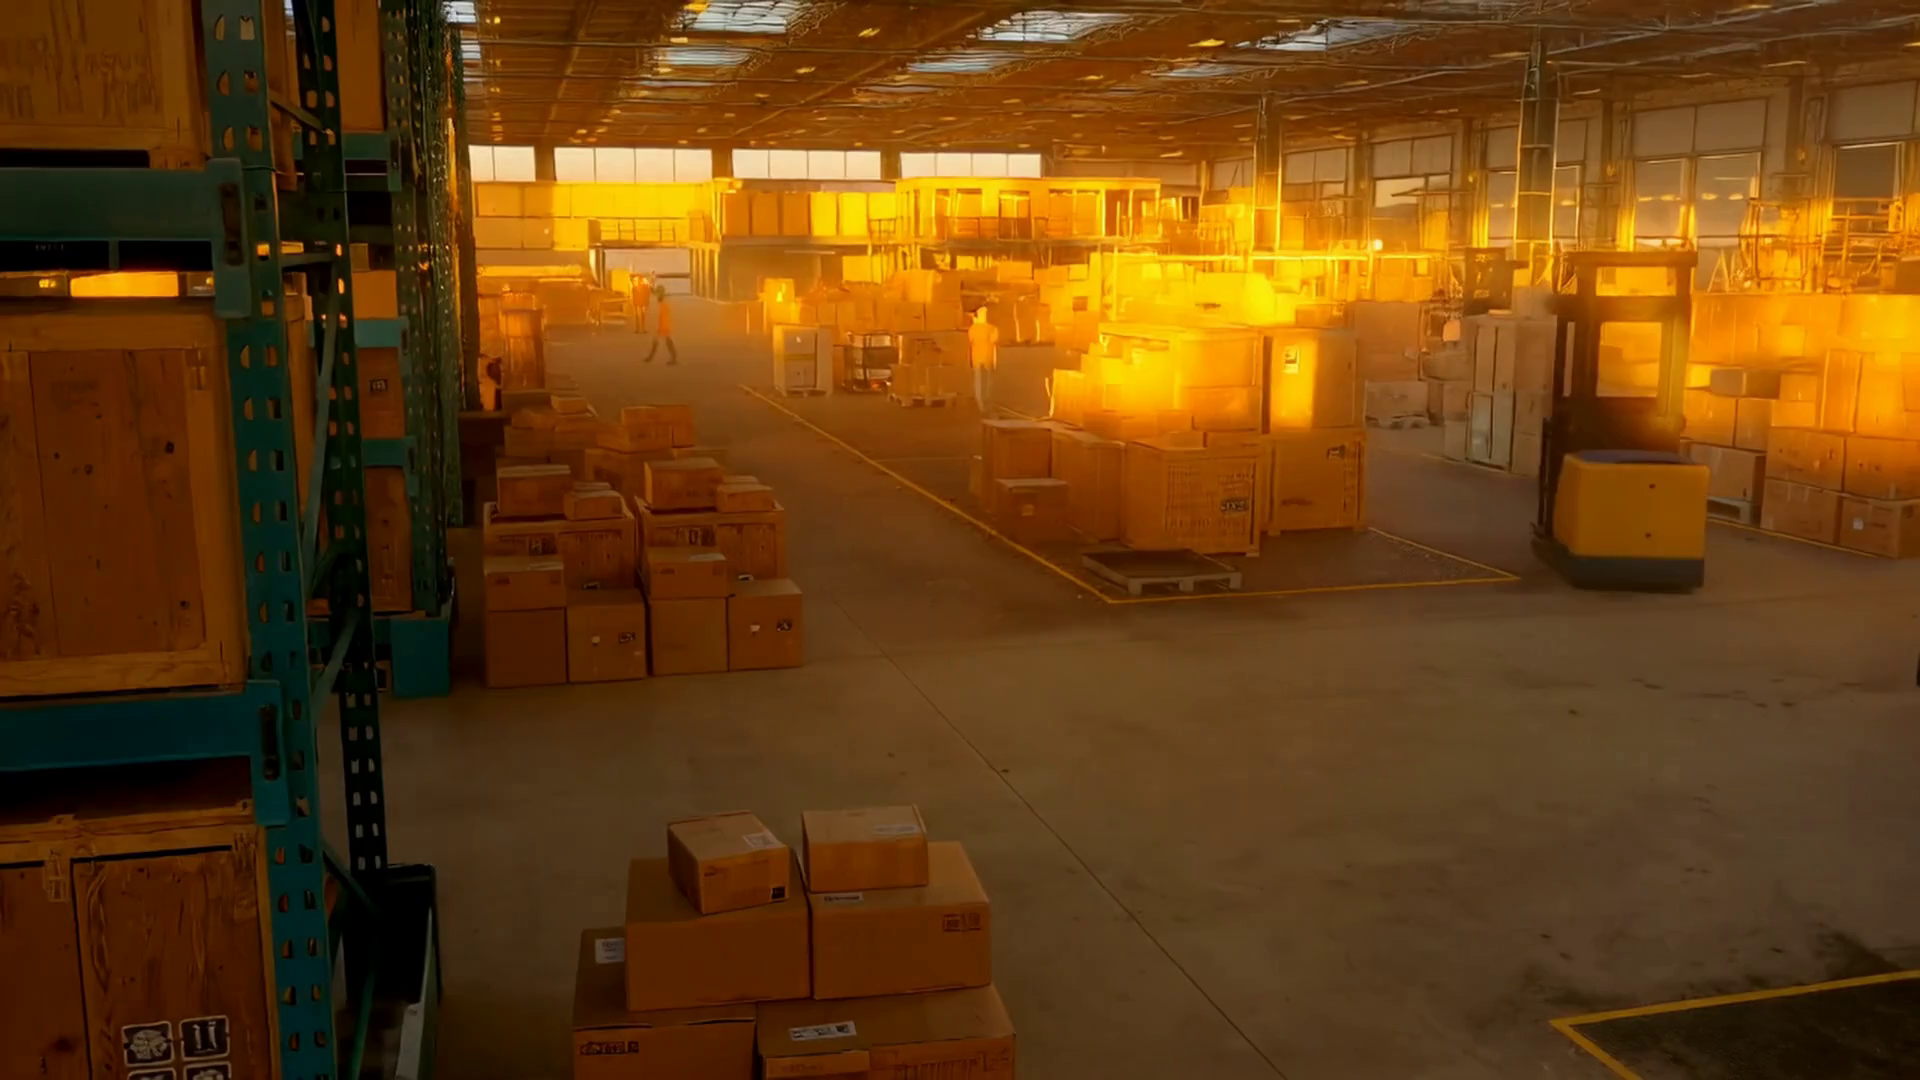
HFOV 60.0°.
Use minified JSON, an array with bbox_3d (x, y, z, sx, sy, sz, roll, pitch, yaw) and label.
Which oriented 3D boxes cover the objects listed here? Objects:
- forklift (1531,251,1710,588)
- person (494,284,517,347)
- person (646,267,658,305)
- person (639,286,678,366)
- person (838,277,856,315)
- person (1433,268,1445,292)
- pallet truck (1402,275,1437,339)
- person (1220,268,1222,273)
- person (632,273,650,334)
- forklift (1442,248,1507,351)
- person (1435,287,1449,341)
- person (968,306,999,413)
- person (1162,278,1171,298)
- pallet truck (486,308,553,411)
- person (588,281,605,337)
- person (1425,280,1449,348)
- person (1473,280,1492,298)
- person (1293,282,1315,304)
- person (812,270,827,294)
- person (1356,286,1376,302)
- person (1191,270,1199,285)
[{"bbox_3d":[5.762,-1.101,14.406,1.129,2.768,1.873,2,10,10],"label":"forklift"},{"bbox_3d":[-12.936,-6.376,47.323,0.609,1.796,0.824,4,11,21],"label":"person"},{"bbox_3d":[-15.101,-12.449,81.556,0.597,1.866,0.724,-4,11,-21],"label":"person"},{"bbox_3d":[-7.237,-5.147,40.039,0.986,1.913,0.636,2,10,13],"label":"person"},{"bbox_3d":[-3.446,-7.185,51.603,0.563,1.906,0.785,6,12,31],"label":"person"},{"bbox_3d":[21.328,-11.135,73.956,0.617,1.919,0.699,0,10,-2],"label":"person"},{"bbox_3d":[14.620,-7.324,52.145,0.823,1.965,1.885,8,13,40],"label":"pallet truck"},{"bbox_3d":[12.915,-12.496,81.922,0.640,1.821,0.586,7,12,33],"label":"person"},{"bbox_3d":[-10.508,-7.799,54.838,0.389,1.992,0.625,9,14,42],"label":"person"},{"bbox_3d":[12.484,-5.571,39.719,1.129,2.768,1.873,-3,10,-15],"label":"forklift"},{"bbox_3d":[14.557,-6.820,50.170,0.322,1.690,0.533,-3,10,-16],"label":"person"},{"bbox_3d":[0.402,-3.088,28.565,0.528,1.853,0.451,0,10,3],"label":"person"},{"bbox_3d":[6.659,-7.489,53.508,0.355,1.860,0.553,0,10,-2],"label":"person"},{"bbox_3d":[-6.242,-2.418,24.362,0.823,1.965,1.885,1,10,3],"label":"pallet truck"},{"bbox_3d":[-11.568,-7.327,52.821,0.525,1.769,0.315,3,11,18],"label":"person"},{"bbox_3d":[13.547,-6.371,46.950,0.644,1.927,0.633,-8,13,-37],"label":"person"},{"bbox_3d":[16.183,-7.129,51.518,0.661,1.824,0.457,3,10,15],"label":"person"},{"bbox_3d":[9.169,-5.928,44.461,0.585,1.920,0.383,5,11,24],"label":"person"},{"bbox_3d":[-4.910,-8.447,58.383,0.535,2.000,0.673,-4,11,-21],"label":"person"},{"bbox_3d":[9.791,-5.167,40.156,0.392,1.920,0.592,-9,14,-43],"label":"person"},{"bbox_3d":[9.263,-9.648,65.474,0.354,1.936,0.635,7,12,33],"label":"person"}]
